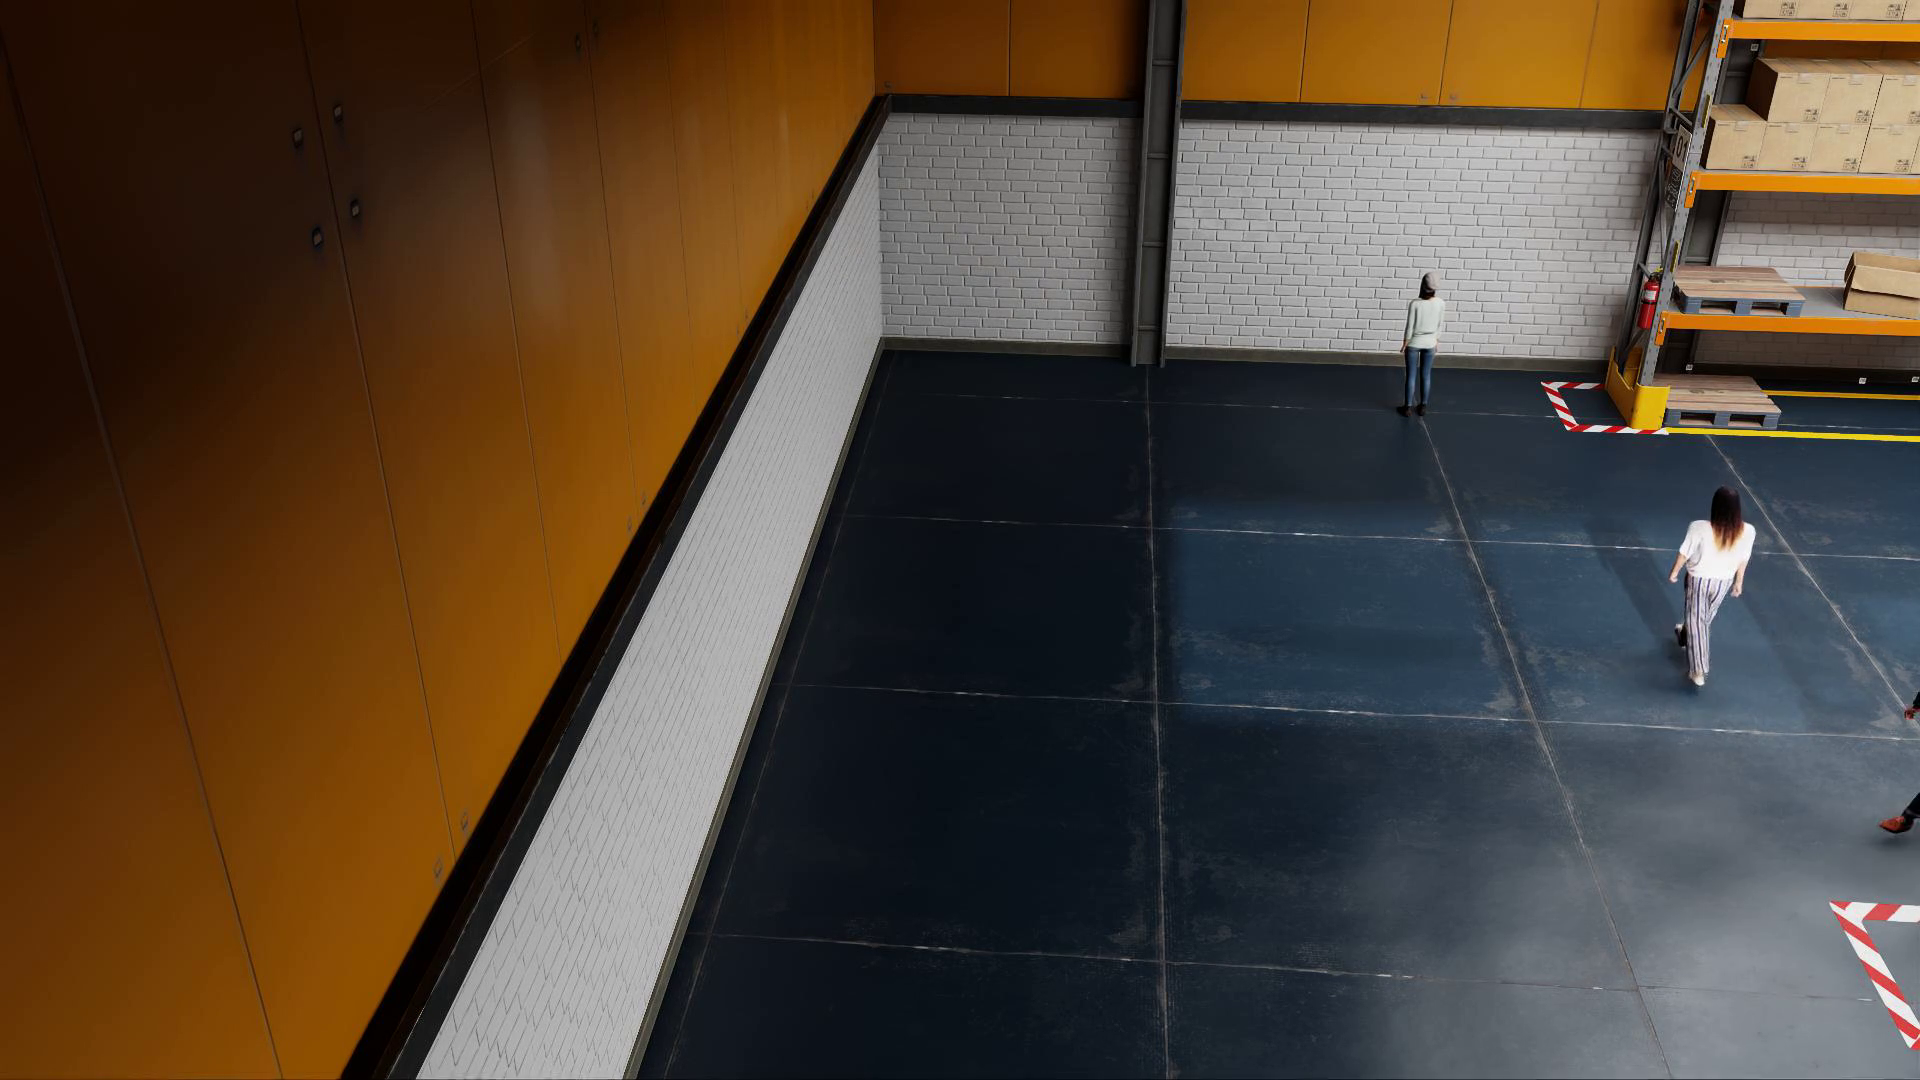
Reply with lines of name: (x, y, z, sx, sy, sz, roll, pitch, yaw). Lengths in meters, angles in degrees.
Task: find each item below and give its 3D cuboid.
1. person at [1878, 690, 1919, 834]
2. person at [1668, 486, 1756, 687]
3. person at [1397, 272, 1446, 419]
person: (7.130, 1.263, 11.675, 1.308, 1.772, 0.973, -7, 29, -12)
person: (6.055, 0.387, 13.425, 1.048, 1.635, 0.747, 2, 29, 4)
person: (5.003, -2.130, 18.032, 0.503, 1.642, 0.667, -3, 29, -6)
